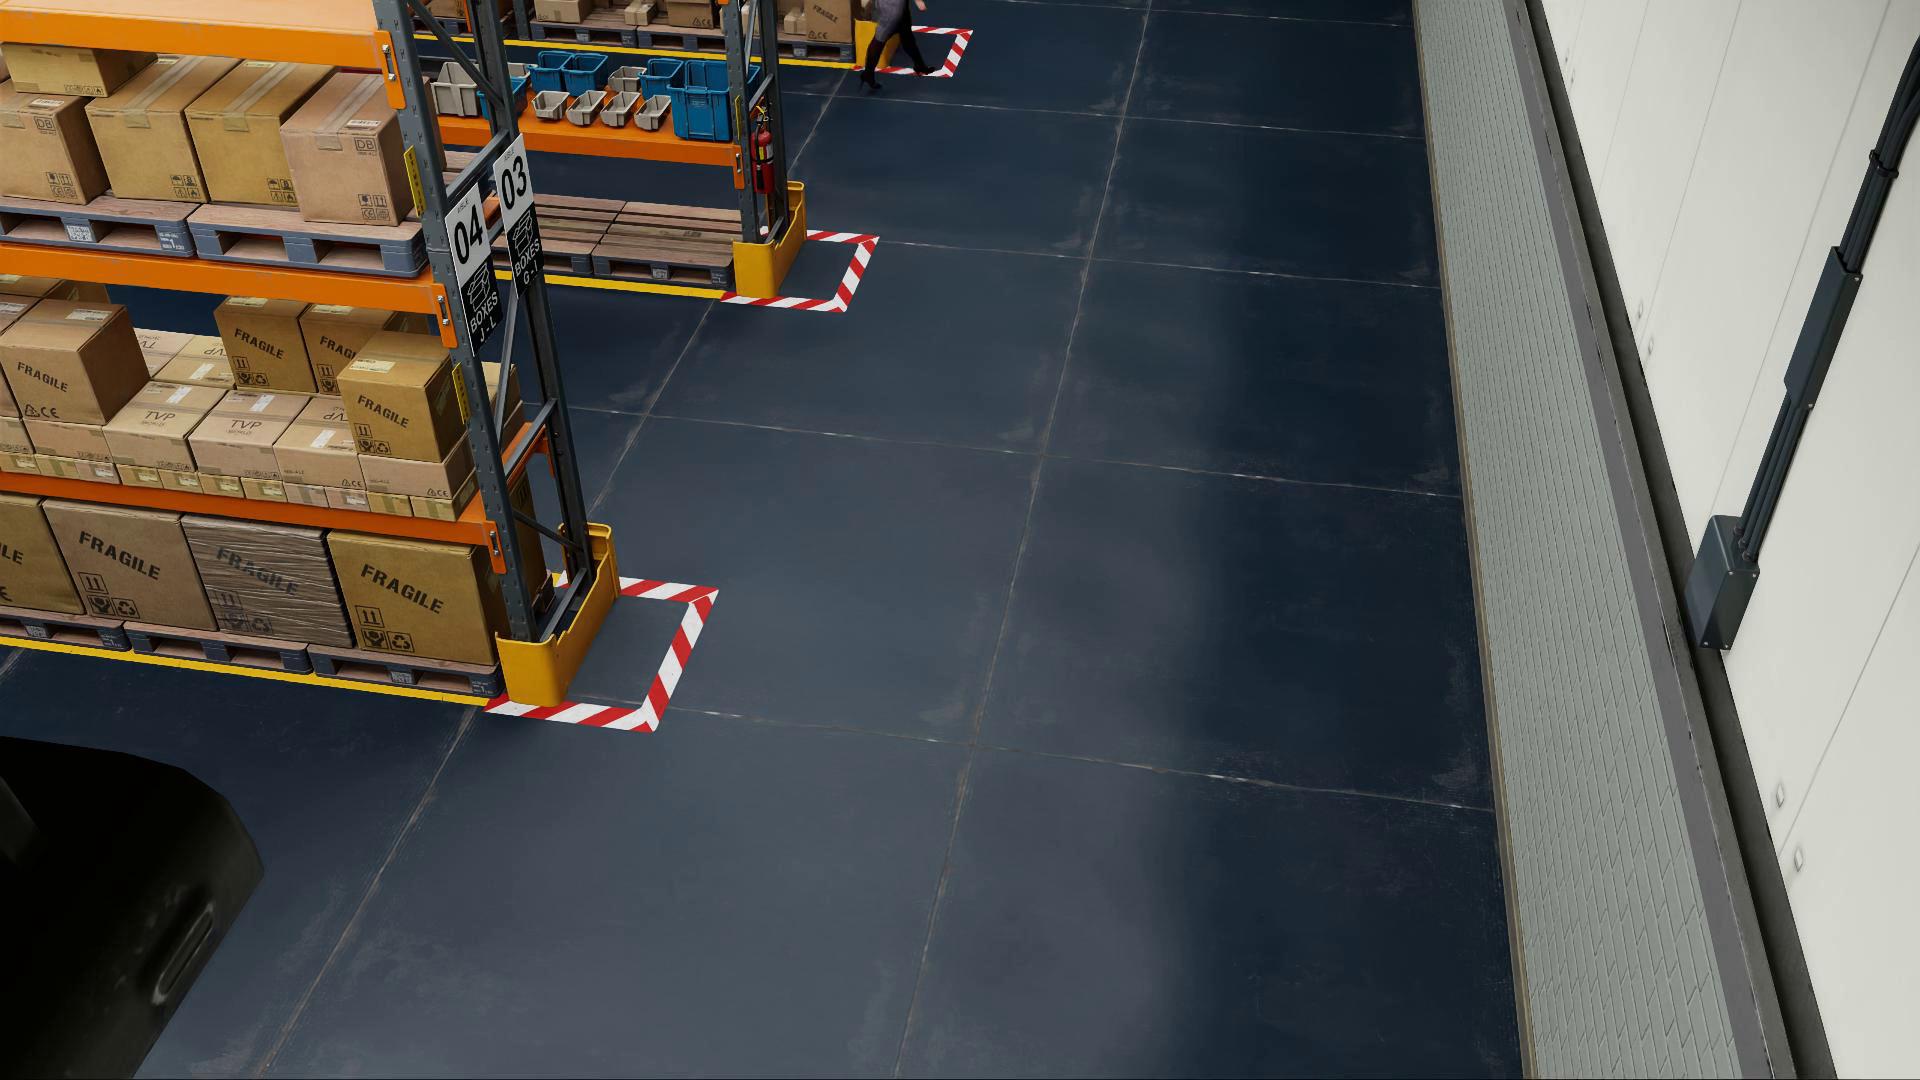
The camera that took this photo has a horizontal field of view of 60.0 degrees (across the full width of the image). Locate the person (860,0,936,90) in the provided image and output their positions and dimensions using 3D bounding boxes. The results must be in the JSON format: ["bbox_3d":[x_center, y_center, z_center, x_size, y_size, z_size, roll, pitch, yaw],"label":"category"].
[{"bbox_3d":[-0.768,-5.352,16.741,1.195,1.693,1.003,-11,39,-14],"label":"person"}]
